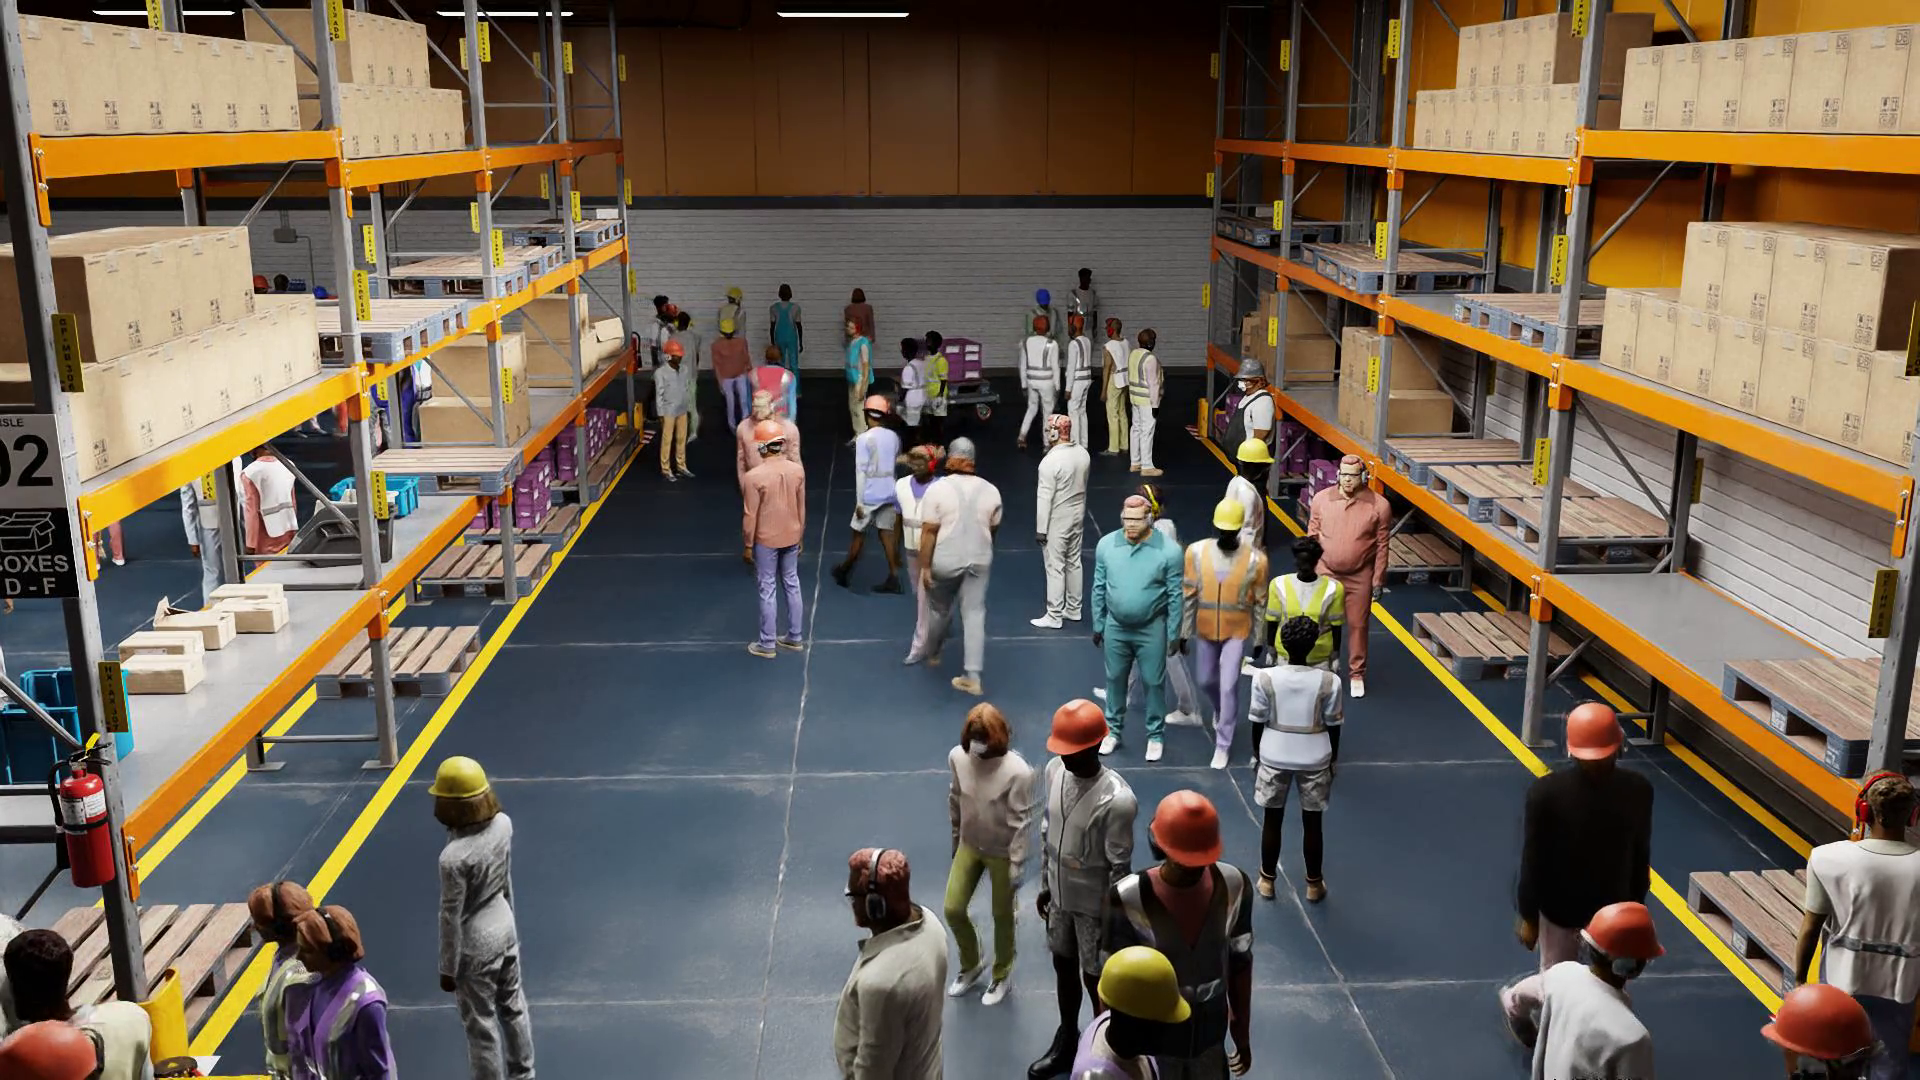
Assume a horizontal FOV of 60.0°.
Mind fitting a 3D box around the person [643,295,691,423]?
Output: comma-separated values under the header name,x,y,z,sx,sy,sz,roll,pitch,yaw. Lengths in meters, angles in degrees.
name,x,y,z,sx,sy,sz,roll,pitch,yaw
person,-4.329,-2.643,24.360,0.915,1.921,0.612,-2,14,-7

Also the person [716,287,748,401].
name,x,y,z,sx,sy,sz,roll,pitch,yaw
person,-3.579,-3.155,26.608,0.584,1.777,0.931,7,16,27

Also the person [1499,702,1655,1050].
name,x,y,z,sx,sy,sz,roll,pitch,yaw
person,2.783,1.619,7.529,0.629,1.968,0.771,-2,14,-8

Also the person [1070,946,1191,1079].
name,x,y,z,sx,sy,sz,roll,pitch,yaw
person,0.526,2.185,5.400,0.399,1.912,0.597,3,15,11

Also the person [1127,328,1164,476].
name,x,y,z,sx,sy,sz,roll,pitch,yaw
person,2.346,-1.736,20.925,0.429,1.846,0.633,-5,15,-20

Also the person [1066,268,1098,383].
name,x,y,z,sx,sy,sz,roll,pitch,yaw
person,2.069,-3.615,28.087,0.598,1.958,0.375,-7,16,-27

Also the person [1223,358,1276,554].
name,x,y,z,sx,sy,sz,roll,pitch,yaw
person,2.981,-0.881,17.178,0.536,2.000,0.684,0,14,-1

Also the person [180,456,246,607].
name,x,y,z,sx,sy,sz,roll,pitch,yaw
person,-6.409,-0.092,14.353,0.399,1.906,0.603,9,17,31

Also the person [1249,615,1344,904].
name,x,y,z,sx,sy,sz,roll,pitch,yaw
person,1.908,1.253,9.485,0.529,1.697,0.321,3,15,13

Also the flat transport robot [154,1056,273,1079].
name,x,y,z,sx,sy,sz,roll,pitch,yaw
flat transport robot,-3.308,2.623,6.951,0.652,0.197,1.431,-1,14,-2

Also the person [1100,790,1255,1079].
name,x,y,z,sx,sy,sz,roll,pitch,yaw
person,0.838,1.889,6.328,0.613,2.033,0.412,-4,15,-15

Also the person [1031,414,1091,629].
name,x,y,z,sx,sy,sz,roll,pitch,yaw
person,0.874,-0.168,14.664,0.399,1.900,0.644,11,18,37

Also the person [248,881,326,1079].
name,x,y,z,sx,sy,sz,roll,pitch,yaw
person,-2.508,2.074,6.407,0.320,1.628,0.530,-5,15,-21

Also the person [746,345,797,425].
name,x,y,z,sx,sy,sz,roll,pitch,yaw
person,-2.239,-1.412,19.771,0.626,1.800,0.950,1,14,3

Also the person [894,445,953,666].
name,x,y,z,sx,sy,sz,roll,pitch,yaw
person,-0.261,0.073,13.894,0.576,1.817,0.870,8,17,30

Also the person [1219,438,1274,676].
name,x,y,z,sx,sy,sz,roll,pitch,yaw
person,2.307,0.126,13.452,0.388,1.927,0.589,0,14,0

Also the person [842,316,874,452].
name,x,y,z,sx,sy,sz,roll,pitch,yaw
person,-1.378,-2.103,22.434,0.382,1.826,0.668,-6,16,-23

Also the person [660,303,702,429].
name,x,y,z,sx,sy,sz,roll,pitch,yaw
person,-4.015,-2.459,23.757,0.792,1.856,0.593,9,17,31

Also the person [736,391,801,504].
name,x,y,z,sx,sy,sz,roll,pitch,yaw
person,-1.847,-0.527,16.134,0.649,1.879,0.469,3,15,13

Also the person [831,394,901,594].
name,x,y,z,sx,sy,sz,roll,pitch,yaw
person,-0.902,-0.440,15.772,0.891,1.891,0.571,12,18,38

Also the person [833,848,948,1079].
name,x,y,z,sx,sy,sz,roll,pitch,yaw
person,-0.265,2.019,6.087,0.398,1.899,0.653,3,15,13

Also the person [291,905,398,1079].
name,x,y,z,sx,sy,sz,roll,pitch,yaw
person,-2.270,2.118,6.226,0.529,1.632,0.317,13,19,40

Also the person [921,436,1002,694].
name,x,y,z,sx,sy,sz,roll,pitch,yaw
person,-0.020,0.128,13.215,0.705,2.000,1.030,-4,15,-17

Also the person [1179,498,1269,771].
name,x,y,z,sx,sy,sz,roll,pitch,yaw
person,1.871,0.595,11.662,0.587,1.902,0.765,6,16,23

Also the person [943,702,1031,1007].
name,x,y,z,sx,sy,sz,roll,pitch,yaw
person,0.131,1.582,8.344,0.504,1.617,0.410,8,17,30

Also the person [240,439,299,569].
name,x,y,z,sx,sy,sz,roll,pitch,yaw
person,-5.861,-0.049,14.190,0.409,1.907,0.598,4,15,14

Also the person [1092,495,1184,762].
name,x,y,z,sx,sy,sz,roll,pitch,yaw
person,1.222,0.612,11.614,0.650,1.898,0.396,6,15,21

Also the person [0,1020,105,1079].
name,x,y,z,sx,sy,sz,roll,pitch,yaw
person,-2.355,2.263,4.915,0.679,2.005,0.749,9,17,31

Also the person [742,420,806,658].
name,x,y,z,sx,sy,sz,roll,pitch,yaw
person,-1.558,-0.013,13.886,0.615,1.986,0.407,-14,20,-43

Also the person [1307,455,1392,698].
name,x,y,z,sx,sy,sz,roll,pitch,yaw
person,2.983,0.277,12.901,0.643,1.909,0.410,5,15,20

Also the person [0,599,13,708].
name,x,y,z,sx,sy,sz,roll,pitch,yaw
person,-7.403,0.414,12.409,0.572,1.883,0.356,-10,17,-33

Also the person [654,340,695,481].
name,x,y,z,sx,sy,sz,roll,pitch,yaw
person,-3.525,-1.613,20.647,0.353,1.743,0.571,11,18,36

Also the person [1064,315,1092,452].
name,x,y,z,sx,sy,sz,roll,pitch,yaw
person,1.560,-2.051,22.102,0.359,1.879,0.586,7,16,26

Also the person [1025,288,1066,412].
name,x,y,z,sx,sy,sz,roll,pitch,yaw
person,1.277,-2.897,25.356,0.693,1.904,0.583,-9,17,-32

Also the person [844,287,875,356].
name,x,y,z,sx,sy,sz,roll,pitch,yaw
person,-1.694,-3.441,28.038,0.532,1.620,0.328,2,14,7

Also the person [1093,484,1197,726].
name,x,y,z,sx,sy,sz,roll,pitch,yaw
person,1.380,0.466,12.344,0.936,1.815,0.514,6,15,21

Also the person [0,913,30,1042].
name,x,y,z,sx,sy,sz,roll,pitch,yaw
person,-3.639,2.027,6.000,0.425,1.914,0.641,5,15,19

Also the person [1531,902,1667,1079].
name,x,y,z,sx,sy,sz,roll,pitch,yaw
person,2.405,2.116,6.042,0.826,1.713,0.589,-1,14,-4

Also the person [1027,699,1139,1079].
name,x,y,z,sx,sy,sz,roll,pitch,yaw
person,0.543,1.628,7.566,0.389,1.925,0.550,-11,18,-36

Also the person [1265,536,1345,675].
name,x,y,z,sx,sy,sz,roll,pitch,yaw
person,2.344,0.782,11.358,0.538,1.687,0.320,5,15,18

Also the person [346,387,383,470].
name,x,y,z,sx,sy,sz,roll,pitch,yaw
person,-7.571,-1.870,21.180,0.619,1.986,0.410,4,15,15

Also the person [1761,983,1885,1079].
name,x,y,z,sx,sy,sz,roll,pitch,yaw
person,2.547,2.272,4.934,0.682,1.969,0.543,-5,15,-19

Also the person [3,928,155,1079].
name,x,y,z,sx,sy,sz,roll,pitch,yaw
person,-2.875,2.173,5.453,0.383,1.912,0.585,9,17,31

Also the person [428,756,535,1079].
name,x,y,z,sx,sy,sz,roll,pitch,yaw
person,-2.142,1.778,7.357,0.308,1.740,0.490,4,15,17

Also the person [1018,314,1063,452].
name,x,y,z,sx,sy,sz,roll,pitch,yaw
person,1.080,-2.083,22.228,0.599,1.871,0.623,10,17,34

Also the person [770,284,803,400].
name,x,y,z,sx,sy,sz,roll,pitch,yaw
person,-2.758,-3.144,26.453,0.514,1.842,0.324,1,14,3

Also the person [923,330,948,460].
name,x,y,z,sx,sy,sz,roll,pitch,yaw
person,-0.339,-1.911,21.904,0.321,1.697,0.530,-7,16,-26

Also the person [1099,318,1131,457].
name,x,y,z,sx,sy,sz,roll,pitch,yaw
person,2.080,-2.025,22.088,0.392,1.836,0.565,10,18,35

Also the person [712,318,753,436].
name,x,y,z,sx,sy,sz,roll,pitch,yaw
person,-3.130,-2.247,23.175,0.605,1.709,0.767,-6,16,-23

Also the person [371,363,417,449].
name,x,y,z,sx,sy,sz,roll,pitch,yaw
person,-6.984,-1.742,20.557,0.535,2.000,0.687,-3,15,-12

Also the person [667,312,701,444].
name,x,y,z,sx,sy,sz,roll,pitch,yaw
person,-3.804,-2.247,23.094,0.490,1.786,1.086,-4,15,-16

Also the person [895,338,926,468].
name,x,y,z,sx,sy,sz,roll,pitch,yaw
person,-0.637,-1.751,21.324,0.582,1.672,0.545,3,15,13

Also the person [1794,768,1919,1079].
name,x,y,z,sx,sy,sz,roll,pitch,yaw
person,3.750,1.848,6.878,0.560,1.836,0.394,5,15,17
